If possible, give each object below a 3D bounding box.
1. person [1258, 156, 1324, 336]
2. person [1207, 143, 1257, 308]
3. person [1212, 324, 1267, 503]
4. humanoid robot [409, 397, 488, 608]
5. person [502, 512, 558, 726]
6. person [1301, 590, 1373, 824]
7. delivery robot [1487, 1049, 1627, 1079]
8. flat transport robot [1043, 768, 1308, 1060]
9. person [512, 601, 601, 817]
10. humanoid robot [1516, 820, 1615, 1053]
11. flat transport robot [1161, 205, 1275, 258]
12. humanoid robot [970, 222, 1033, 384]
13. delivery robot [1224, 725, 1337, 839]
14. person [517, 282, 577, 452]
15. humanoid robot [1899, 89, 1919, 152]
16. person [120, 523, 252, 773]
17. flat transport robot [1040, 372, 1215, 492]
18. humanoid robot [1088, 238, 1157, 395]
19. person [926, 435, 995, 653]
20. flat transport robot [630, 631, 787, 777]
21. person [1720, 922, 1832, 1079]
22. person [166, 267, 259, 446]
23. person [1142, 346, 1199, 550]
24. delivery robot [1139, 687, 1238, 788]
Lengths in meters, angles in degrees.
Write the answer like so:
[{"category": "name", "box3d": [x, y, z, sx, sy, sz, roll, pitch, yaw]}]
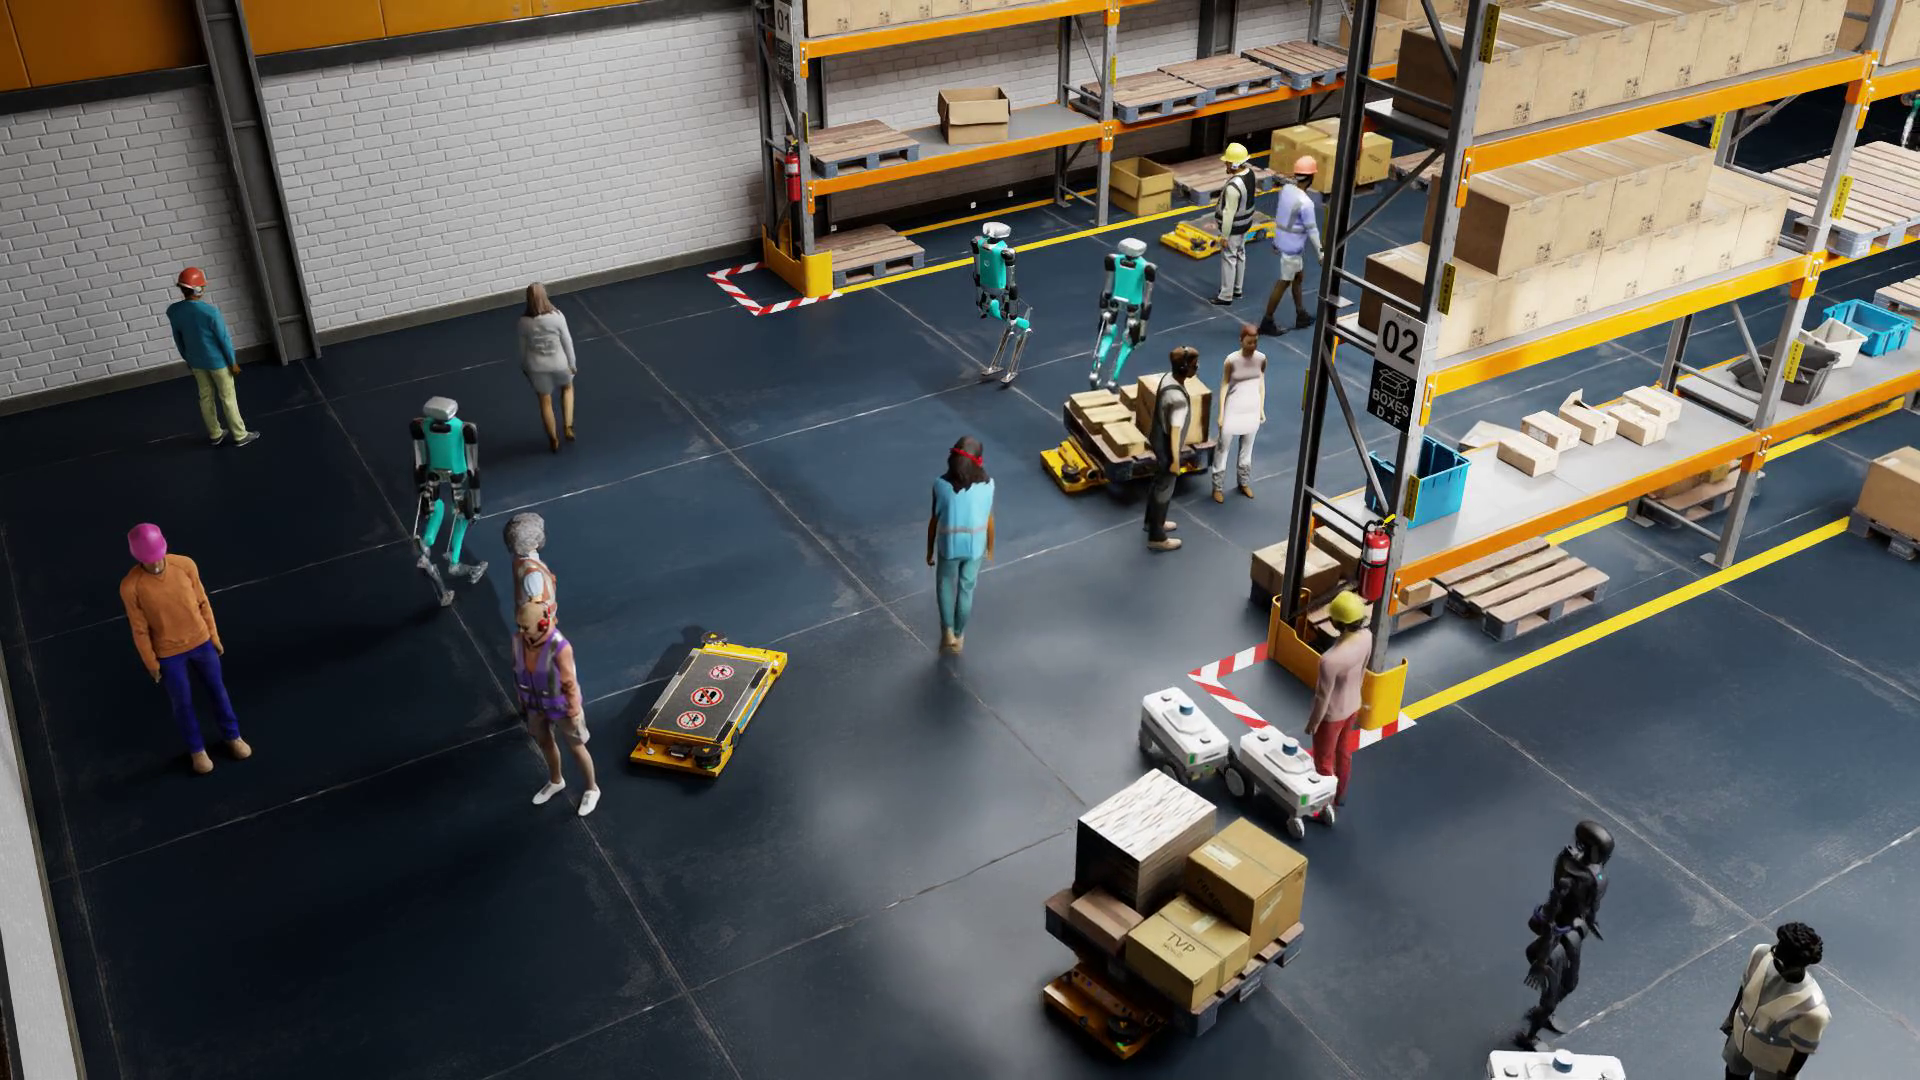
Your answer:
[{"category": "person", "box3d": [3.524, -3.074, 17.438, 0.784, 1.894, 0.598, -7, 33, -11]}, {"category": "person", "box3d": [2.965, -3.421, 18.080, 0.403, 1.825, 0.589, 17, 36, 25]}, {"category": "person", "box3d": [2.453, -1.109, 14.540, 0.442, 1.661, 0.285, -8, 33, -12]}, {"category": "humanoid robot", "box3d": [-4.039, -0.205, 13.021, 0.553, 1.752, 0.925, 3, 32, 4]}, {"category": "person", "box3d": [-3.001, 0.559, 11.851, 0.306, 1.690, 0.446, -14, 35, -21]}, {"category": "person", "box3d": [2.455, 1.089, 10.938, 0.322, 1.767, 0.532, 28, 41, 37]}, {"category": "delivery robot", "box3d": [3.248, 3.005, 9.019, 0.768, 0.591, 0.499, 2, 32, 3]}, {"category": "flat transport robot", "box3d": [1.235, 2.524, 10.059, 1.431, 0.231, 0.659, -26, 41, -35]}, {"category": "person", "box3d": [-2.700, 1.102, 10.999, 0.494, 1.683, 0.352, 12, 34, 18]}, {"category": "humanoid robot", "box3d": [3.366, 2.195, 9.248, 0.613, 1.646, 0.325, -26, 40, -35]}, {"category": "flat transport robot", "box3d": [3.174, -3.725, 20.025, 1.431, 0.231, 0.659, -21, 38, -29]}, {"category": "humanoid robot", "box3d": [0.486, -2.385, 16.379, 0.533, 1.677, 0.735, 27, 41, 36]}, {"category": "delivery robot", "box3d": [2.203, 1.592, 11.270, 0.499, 0.589, 0.784, -18, 36, -26]}, {"category": "person", "box3d": [-3.804, -1.619, 15.355, 0.518, 1.644, 0.446, -7, 33, -11]}, {"category": "humanoid robot", "box3d": [12.943, -6.006, 22.289, 0.545, 1.792, 0.806, 8, 33, 13]}, {"category": "person", "box3d": [-5.316, 0.721, 11.339, 0.519, 1.972, 0.404, -26, 40, -35]}, {"category": "flat transport robot", "box3d": [1.524, -0.774, 15.318, 1.431, 0.231, 0.659, -10, 33, -15]}, {"category": "humanoid robot", "box3d": [1.469, -1.912, 15.783, 0.532, 1.818, 0.712, 18, 36, 26]}, {"category": "person", "box3d": [0.003, 0.052, 12.509, 0.530, 1.845, 0.467, -1, 32, -1]}, {"category": "flat transport robot", "box3d": [-1.822, 1.184, 12.196, 0.659, 0.231, 1.431, 8, 33, 13]}, {"category": "person", "box3d": [4.144, 2.614, 8.572, 0.320, 1.693, 0.532, -8, 33, -13]}, {"category": "person", "box3d": [-6.931, -1.686, 15.383, 0.559, 1.743, 0.333, 7, 33, 10]}, {"category": "person", "box3d": [1.758, -0.773, 13.849, 0.359, 1.834, 0.502, -2, 32, -3]}, {"category": "delivery robot", "box3d": [1.580, 1.399, 11.602, 0.499, 0.614, 0.790, -14, 35, -21]}]
